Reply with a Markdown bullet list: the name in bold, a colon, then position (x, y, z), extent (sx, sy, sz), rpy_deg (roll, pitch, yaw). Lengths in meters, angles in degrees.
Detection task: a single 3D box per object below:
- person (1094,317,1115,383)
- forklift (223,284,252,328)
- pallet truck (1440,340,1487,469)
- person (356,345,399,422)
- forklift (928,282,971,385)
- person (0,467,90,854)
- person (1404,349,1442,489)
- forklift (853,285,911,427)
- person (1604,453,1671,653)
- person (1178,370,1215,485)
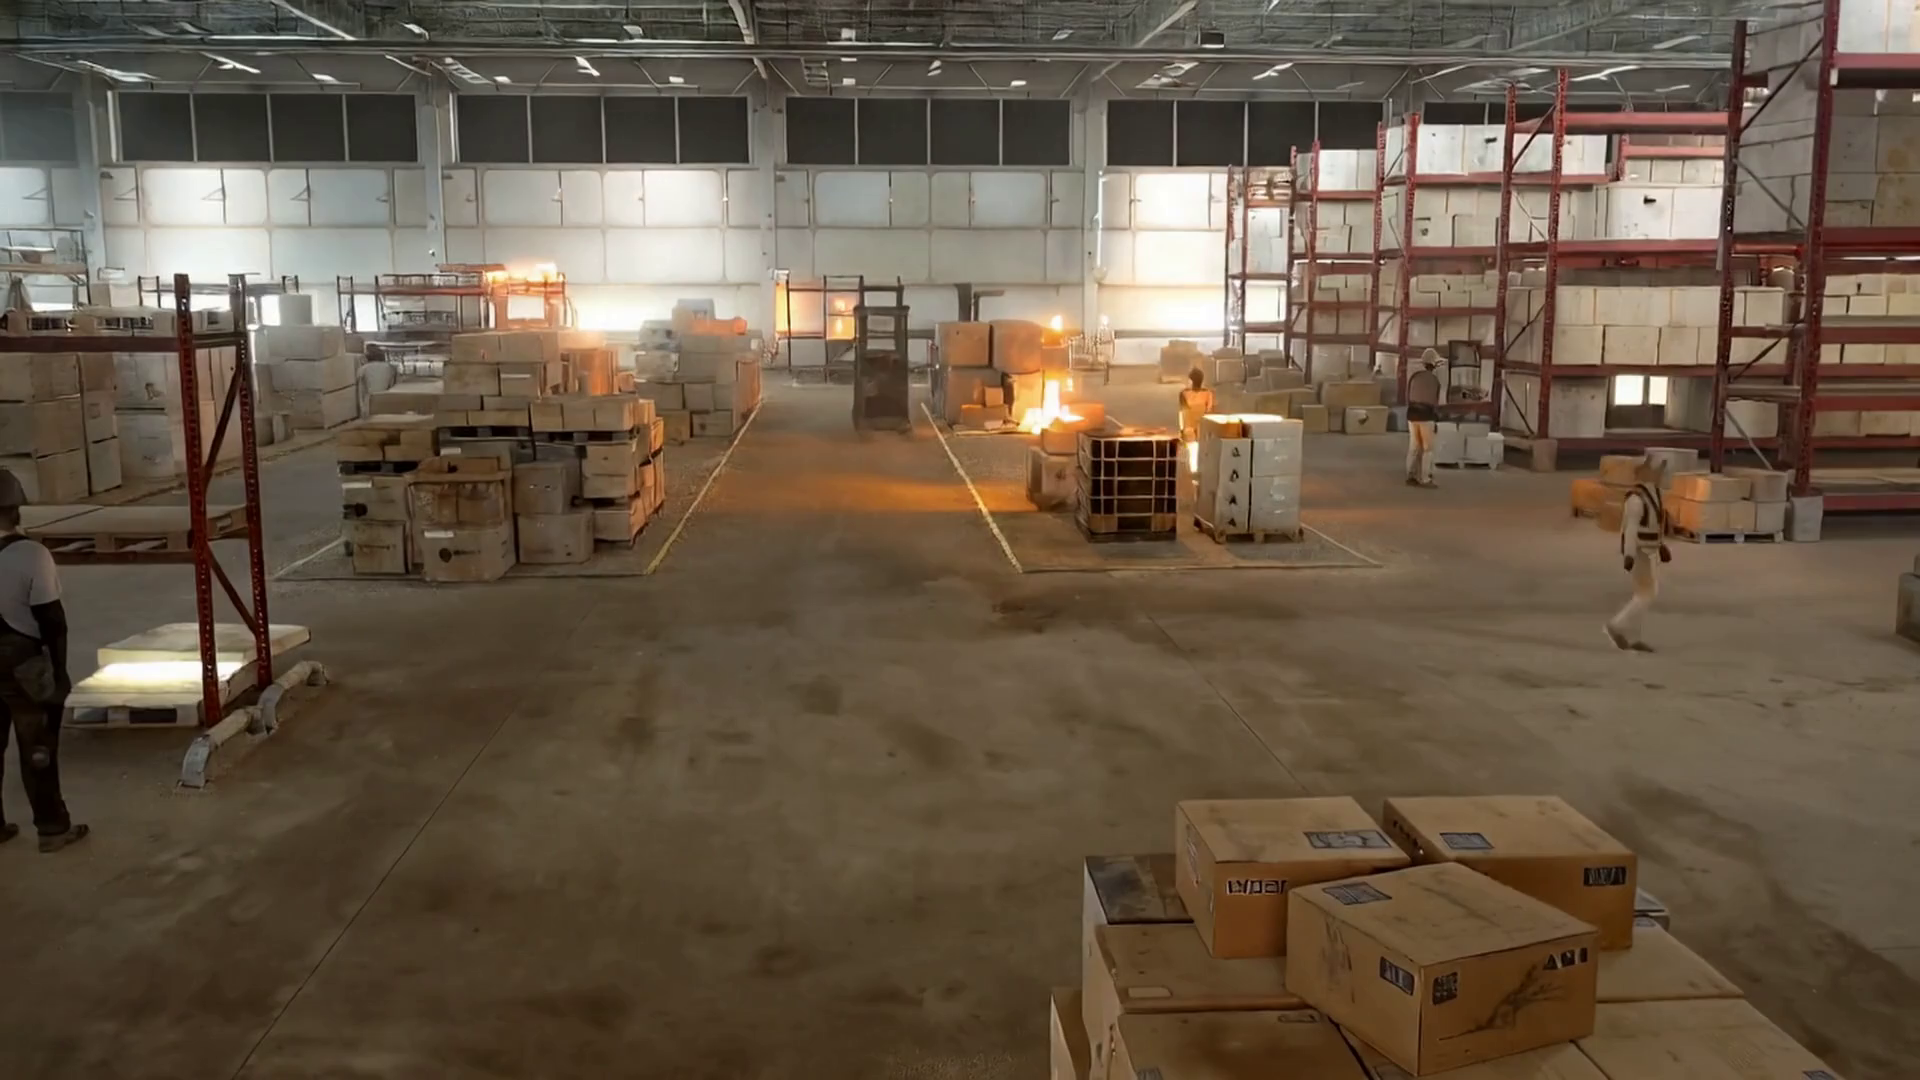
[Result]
- **person**: position (4.018, -5.274, 46.285), extent (0.561, 1.886, 1.032), rpy_deg (3, 9, 17)
- **forklift**: position (-16.493, -4.479, 38.154), extent (1.873, 2.768, 1.129), rpy_deg (-2, 9, -10)
- **pallet truck**: position (8.004, -2.170, 26.422), extent (0.823, 1.965, 1.885), rpy_deg (2, 9, 14)
- **person**: position (-9.280, -2.147, 26.527), extent (0.647, 1.923, 0.478), rpy_deg (-4, 10, -26)
- **forklift**: position (0.086, -5.570, 45.005), extent (1.873, 2.768, 1.129), rpy_deg (-1, 9, -4)
- **person**: position (-4.972, 0.625, 8.736), extent (0.689, 2.000, 0.537), rpy_deg (1, 9, 4)
- **person**: position (6.615, -1.717, 23.620), extent (0.409, 1.986, 0.617), rpy_deg (-5, 10, -28)
- **forklift**: position (-1.596, -3.741, 33.521), extent (1.129, 2.768, 1.873), rpy_deg (-1, 9, -5)
- **person**: position (5.459, 0.113, 13.265), extent (0.373, 1.623, 0.512), rpy_deg (6, 11, 33)
- **person**: position (3.455, -1.648, 24.228), extent (0.544, 1.647, 0.861), rpy_deg (-1, 9, -7)
